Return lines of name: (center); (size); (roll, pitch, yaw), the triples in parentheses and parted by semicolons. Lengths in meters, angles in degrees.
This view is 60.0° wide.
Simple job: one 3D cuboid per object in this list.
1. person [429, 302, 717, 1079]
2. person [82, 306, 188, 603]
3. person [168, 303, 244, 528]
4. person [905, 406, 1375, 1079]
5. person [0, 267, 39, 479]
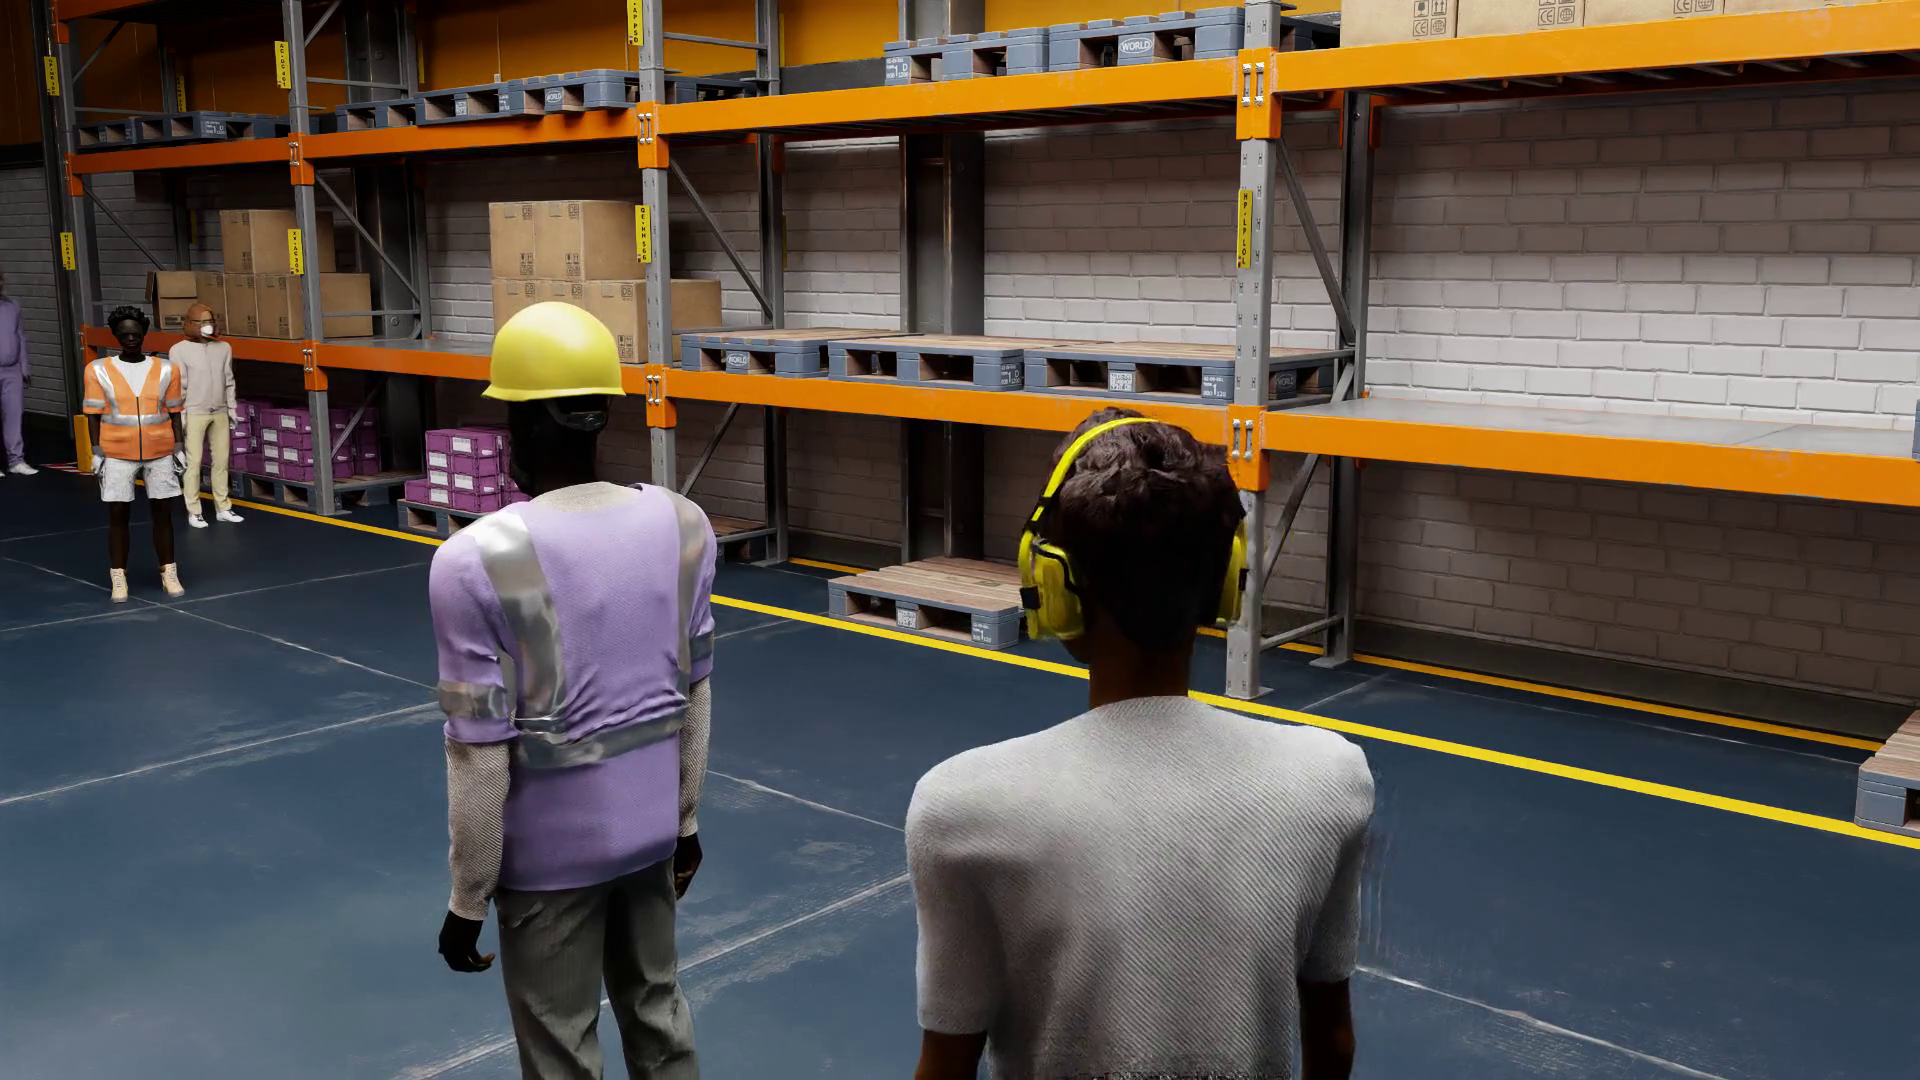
person: (-0.699, 0.537, 3.047); (0.365, 1.927, 0.588); (8, 12, 37)
person: (-4.724, -0.493, 9.562); (0.529, 1.697, 0.321); (-7, 12, -33)
person: (-5.495, -0.904, 12.113); (0.284, 1.626, 0.492); (6, 12, 31)
person: (0.177, 0.787, 1.835); (0.530, 1.859, 0.390); (-2, 10, -10)
person: (-8.507, -1.492, 14.706); (0.395, 1.893, 0.652); (4, 11, 22)
